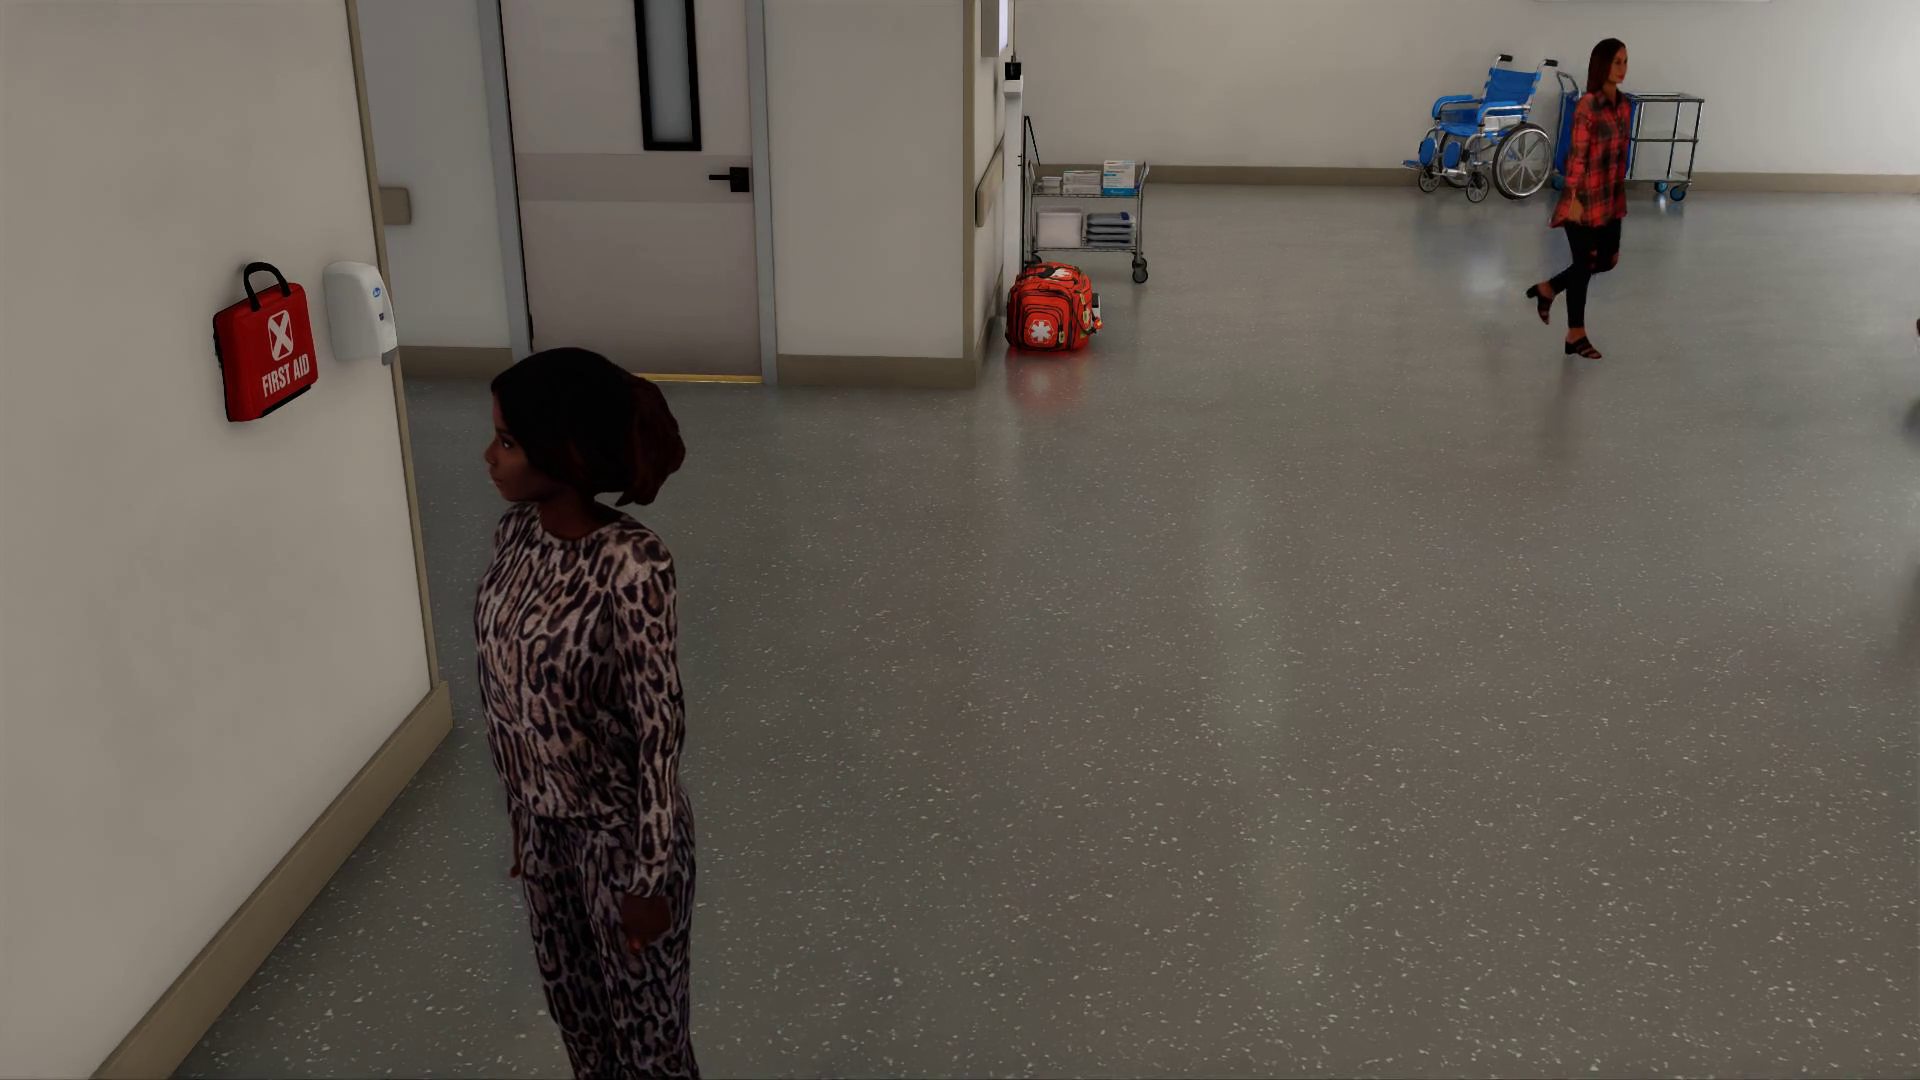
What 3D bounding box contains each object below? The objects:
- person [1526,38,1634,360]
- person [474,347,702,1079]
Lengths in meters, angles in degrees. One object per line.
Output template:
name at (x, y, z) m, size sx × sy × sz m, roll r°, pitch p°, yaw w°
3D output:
person at (3.379, -1.846, 9.057) m, size 0.857 × 1.691 × 0.940 m, roll -13°, pitch 24°, yaw -30°
person at (-0.607, 0.506, 2.813) m, size 0.657 × 1.715 × 0.699 m, roll 18°, pitch 27°, yaw 40°
